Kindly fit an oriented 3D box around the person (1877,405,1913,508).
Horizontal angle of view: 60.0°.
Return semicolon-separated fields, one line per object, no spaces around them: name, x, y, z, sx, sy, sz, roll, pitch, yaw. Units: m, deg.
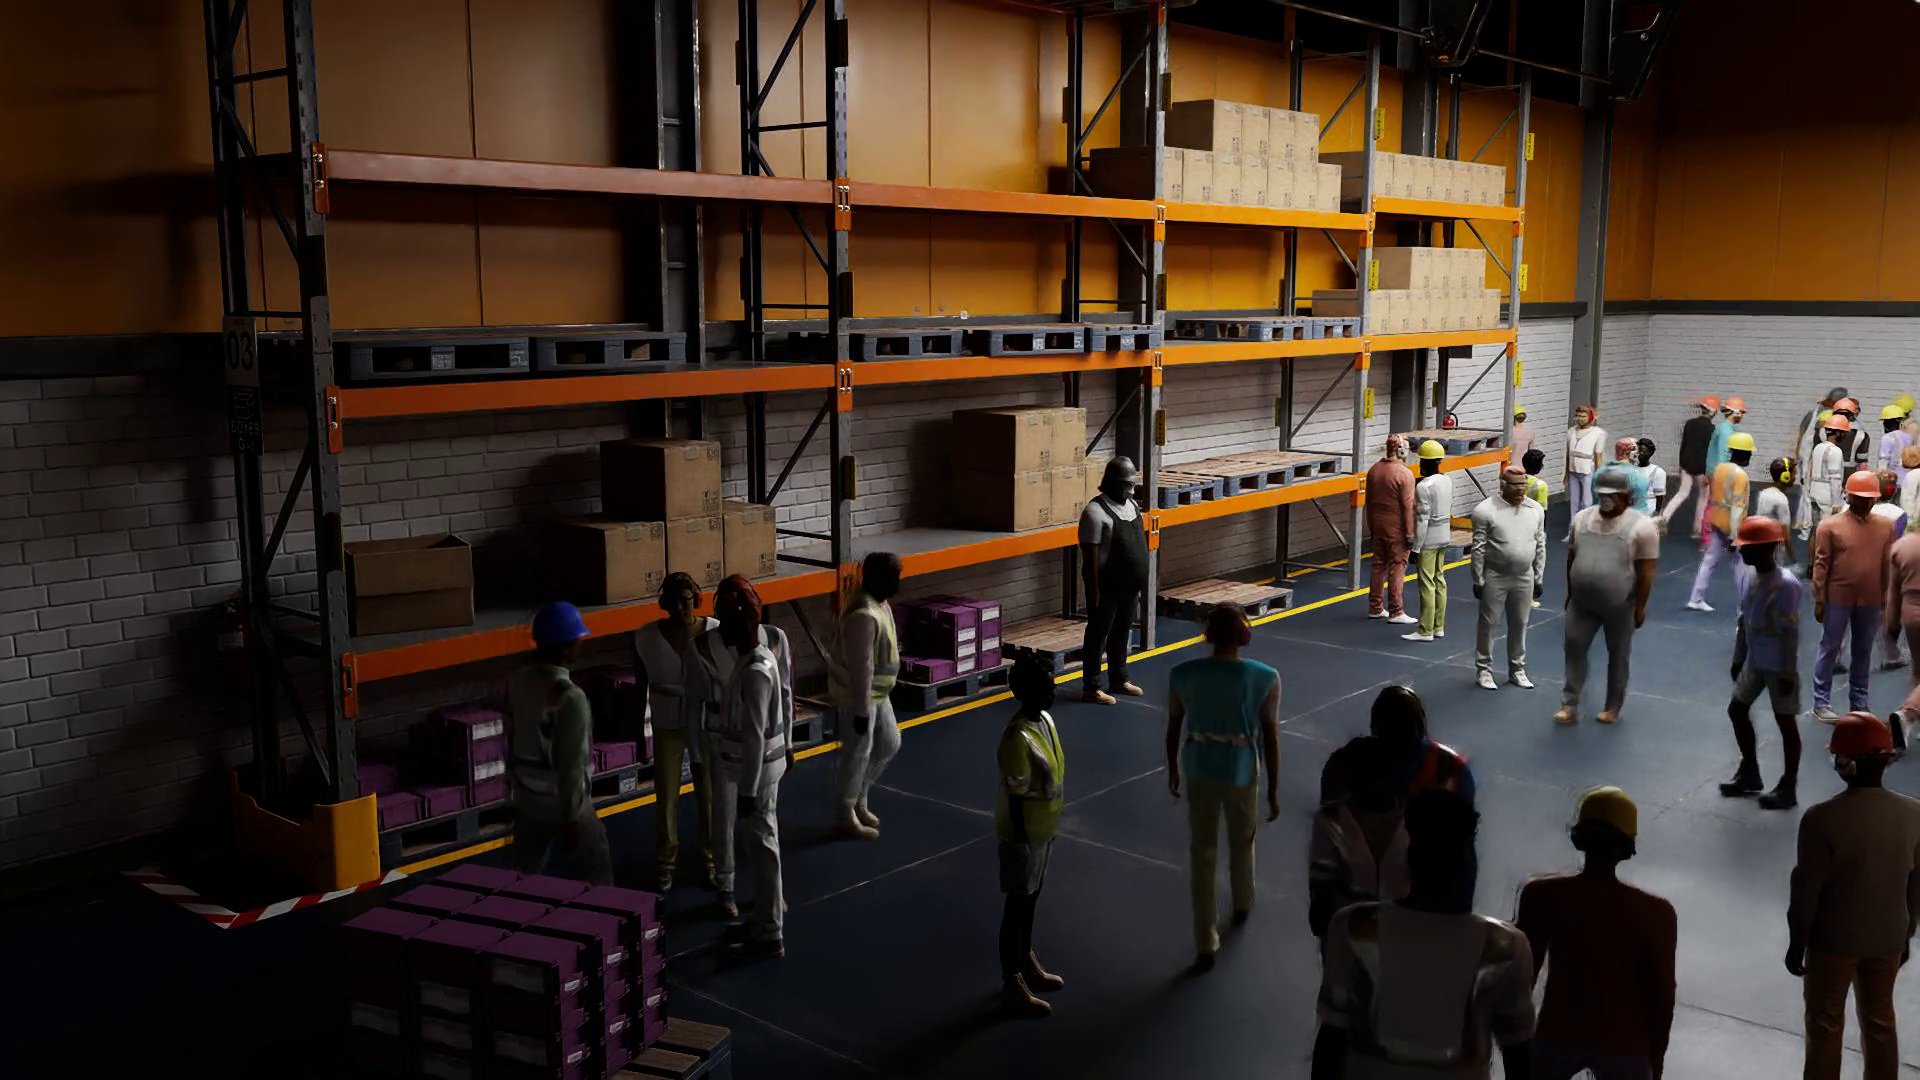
person;11.490;-0.708;20.562;0.597;1.912;0.399;-6;11;-34

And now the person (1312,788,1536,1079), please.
person;1.399;1.690;5.079;0.646;1.910;0.979;3;9;17

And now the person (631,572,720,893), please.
person;-1.547;1.069;9.361;0.565;1.836;0.392;-2;9;-10

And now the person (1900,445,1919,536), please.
person;10.588;-0.244;18.499;0.306;1.623;0.570;7;11;39

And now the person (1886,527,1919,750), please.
person;7.113;0.603;12.200;0.798;1.886;0.648;-4;10;-24

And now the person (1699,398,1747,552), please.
person;9.677;-0.814;21.078;0.463;1.973;0.662;4;10;24

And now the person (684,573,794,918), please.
person;-1.190;1.104;8.988;0.586;1.879;0.359;-3;9;-19

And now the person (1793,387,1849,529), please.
person;12.050;-1.171;23.128;0.944;2.000;0.701;-2;9;-10

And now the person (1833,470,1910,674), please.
person;7.976;0.282;14.550;0.967;1.796;0.584;-4;10;-26

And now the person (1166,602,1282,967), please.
person;1.361;1.203;8.578;0.596;1.796;0.939;2;9;15

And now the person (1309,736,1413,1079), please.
person;1.675;1.570;6.734;0.538;1.638;0.741;1;9;9

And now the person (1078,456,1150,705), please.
person;1.285;0.314;13.555;0.536;2.000;0.683;7;12;40

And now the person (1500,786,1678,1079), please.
person;2.142;1.695;5.767;0.644;1.726;0.537;6;11;34

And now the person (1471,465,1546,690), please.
person;4.618;0.316;13.997;0.644;1.900;0.399;-1;9;-7

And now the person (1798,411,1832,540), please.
person;11.419;-0.850;22.065;0.491;1.729;0.324;2;9;13

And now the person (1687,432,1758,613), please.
person;7.963;-0.173;17.196;0.647;1.925;0.622;-1;9;-4

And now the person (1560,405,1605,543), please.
person;8.137;-0.845;21.692;0.397;1.836;0.561;-5;10;-27

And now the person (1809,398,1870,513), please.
person;10.593;-0.690;20.073;0.611;2.032;0.411;5;10;28

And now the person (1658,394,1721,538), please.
person;9.715;-0.966;22.110;0.895;1.956;0.648;-3;9;-16

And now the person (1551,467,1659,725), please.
person;4.900;0.440;12.739;0.704;2.000;0.804;8;12;42

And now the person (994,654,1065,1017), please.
person;0.333;1.368;7.859;0.317;1.696;0.537;3;9;16

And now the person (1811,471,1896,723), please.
person;6.919;0.447;12.880;0.614;1.987;0.408;0;9;0

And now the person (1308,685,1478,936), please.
person;1.721;1.488;6.736;0.646;1.800;0.887;4;10;25

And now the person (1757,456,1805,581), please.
person;7.429;0.168;15.091;0.415;1.859;0.559;2;9;10

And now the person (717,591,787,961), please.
person;-1.055;1.183;8.465;0.338;1.882;0.571;-1;9;-9

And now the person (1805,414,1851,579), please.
person;9.919;-0.469;18.986;0.390;1.925;0.550;1;9;5

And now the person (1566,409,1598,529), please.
person;8.478;-0.960;22.774;0.544;1.718;0.583;7;11;37

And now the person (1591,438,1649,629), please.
person;6.556;-0.068;16.491;0.397;1.898;0.646;-4;10;-24

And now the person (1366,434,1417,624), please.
person;4.374;-0.113;16.740;0.404;1.906;0.652;-4;10;-25

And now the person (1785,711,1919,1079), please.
person;3.528;1.541;6.601;0.570;1.743;0.353;-2;9;-10

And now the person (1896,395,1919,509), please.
person;12.978;-1.065;22.979;0.364;1.890;0.741;1;9;9

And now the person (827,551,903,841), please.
person;-0.583;0.954;10.166;0.479;1.813;0.644;1;9;5

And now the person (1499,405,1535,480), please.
person;7.560;-0.956;22.633;0.532;1.765;0.328;-4;10;-22

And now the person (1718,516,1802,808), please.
person;5.253;0.796;10.891;0.512;1.912;0.547;-1;9;-6

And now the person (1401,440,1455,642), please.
person;4.471;0.013;15.857;0.362;1.928;0.587;8;12;42
